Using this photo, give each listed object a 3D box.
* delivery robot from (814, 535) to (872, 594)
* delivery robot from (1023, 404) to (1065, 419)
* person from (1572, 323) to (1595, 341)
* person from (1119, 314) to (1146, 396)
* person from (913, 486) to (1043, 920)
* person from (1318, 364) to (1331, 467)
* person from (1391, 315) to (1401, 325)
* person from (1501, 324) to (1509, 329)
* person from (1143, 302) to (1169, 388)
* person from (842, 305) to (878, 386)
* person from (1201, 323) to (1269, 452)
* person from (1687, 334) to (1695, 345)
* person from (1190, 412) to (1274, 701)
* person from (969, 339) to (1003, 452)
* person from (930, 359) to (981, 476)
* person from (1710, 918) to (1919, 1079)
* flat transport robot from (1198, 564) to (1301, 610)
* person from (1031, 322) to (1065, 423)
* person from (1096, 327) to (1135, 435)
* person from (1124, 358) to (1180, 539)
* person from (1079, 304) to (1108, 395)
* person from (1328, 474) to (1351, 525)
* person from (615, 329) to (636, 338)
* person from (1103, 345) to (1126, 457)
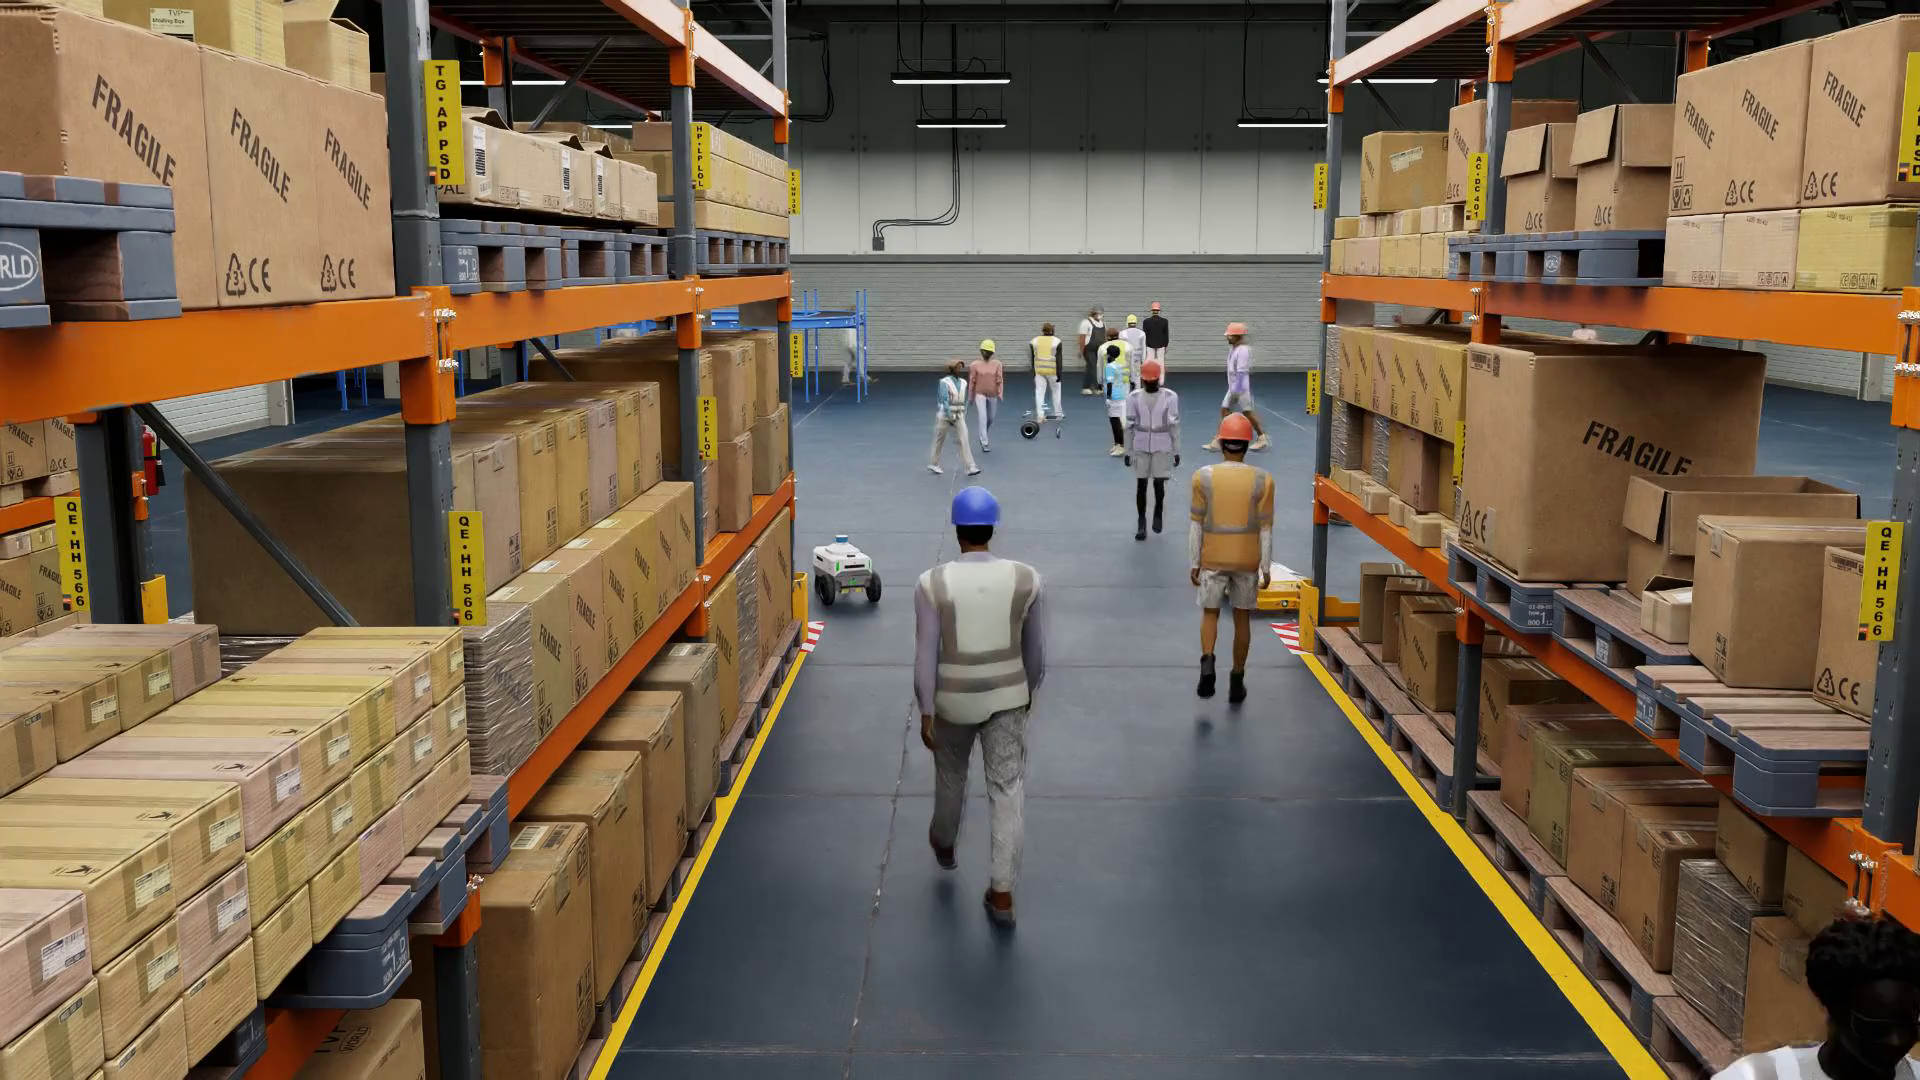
[{"bbox_3d":[-1.024,0.200,14.436,0.477,0.478,0.707,-4,10,-21],"label":"delivery robot"},{"bbox_3d":[1.406,-2.151,27.741,0.698,0.223,0.335,1,10,8],"label":"delivery robot"},{"bbox_3d":[13.739,-4.088,36.710,0.529,1.755,0.362,7,12,37],"label":"person"},{"bbox_3d":[3.551,-3.765,34.544,0.610,1.827,0.425,-2,10,-12],"label":"person"},{"bbox_3d":[0.071,0.694,7.616,0.614,1.889,1.018,-2,10,-10],"label":"person"},{"bbox_3d":[5.184,-1.855,22.862,0.641,1.908,0.407,-9,13,-44],"label":"person"},{"bbox_3d":[10.750,-4.707,40.768,0.593,1.626,0.515,3,10,15],"label":"person"},{"bbox_3d":[10.924,-3.521,33.546,0.533,1.669,0.785,1,10,5],"label":"person"},{"bbox_3d":[4.472,-4.441,38.086,0.608,1.995,0.377,-1,10,-4],"label":"person"},{"bbox_3d":[-2.384,-4.579,39.202,0.897,1.894,0.644,0,9,2],"label":"person"},{"bbox_3d":[4.301,-2.350,25.607,1.062,1.990,0.627,-2,10,-12],"label":"person"},{"bbox_3d":[11.023,-2.254,25.372,0.664,1.875,0.607,7,12,36],"label":"person"},{"bbox_3d":[1.775,0.132,10.924,0.554,1.925,0.567,2,10,13],"label":"person"},{"bbox_3d":[0.386,-2.265,25.827,0.511,1.733,0.790,-2,10,-13],"label":"person"},{"bbox_3d":[-0.094,-1.674,22.727,0.504,1.587,0.915,-8,12,-38],"label":"person"},{"bbox_3d":[1.686,1.523,3.256,0.548,1.686,0.449,0,9,2],"label":"person"},{"bbox_3d":[2.600,0.372,14.536,0.652,0.197,1.431,-1,10,-8],"label":"flat transport robot"},{"bbox_3d":[1.632,-3.057,30.365,0.630,1.810,0.864,4,10,22],"label":"person"},{"bbox_3d":[2.602,-2.688,28.116,0.644,1.814,0.597,-2,10,-10],"label":"person"},{"bbox_3d":[2.016,-0.956,17.475,0.593,1.910,0.537,3,10,16],"label":"person"},{"bbox_3d":[3.015,-4.152,36.341,0.696,2.000,1.008,-8,13,-41],"label":"person"},{"bbox_3d":[4.306,-1.161,18.579,0.388,1.947,0.614,5,11,27],"label":"person"},{"bbox_3d":[-8.379,-4.809,41.450,0.800,1.593,0.527,8,13,41],"label":"person"},{"bbox_3d":[2.362,-2.105,25.102,0.400,1.661,0.601,4,10,20],"label":"person"}]
